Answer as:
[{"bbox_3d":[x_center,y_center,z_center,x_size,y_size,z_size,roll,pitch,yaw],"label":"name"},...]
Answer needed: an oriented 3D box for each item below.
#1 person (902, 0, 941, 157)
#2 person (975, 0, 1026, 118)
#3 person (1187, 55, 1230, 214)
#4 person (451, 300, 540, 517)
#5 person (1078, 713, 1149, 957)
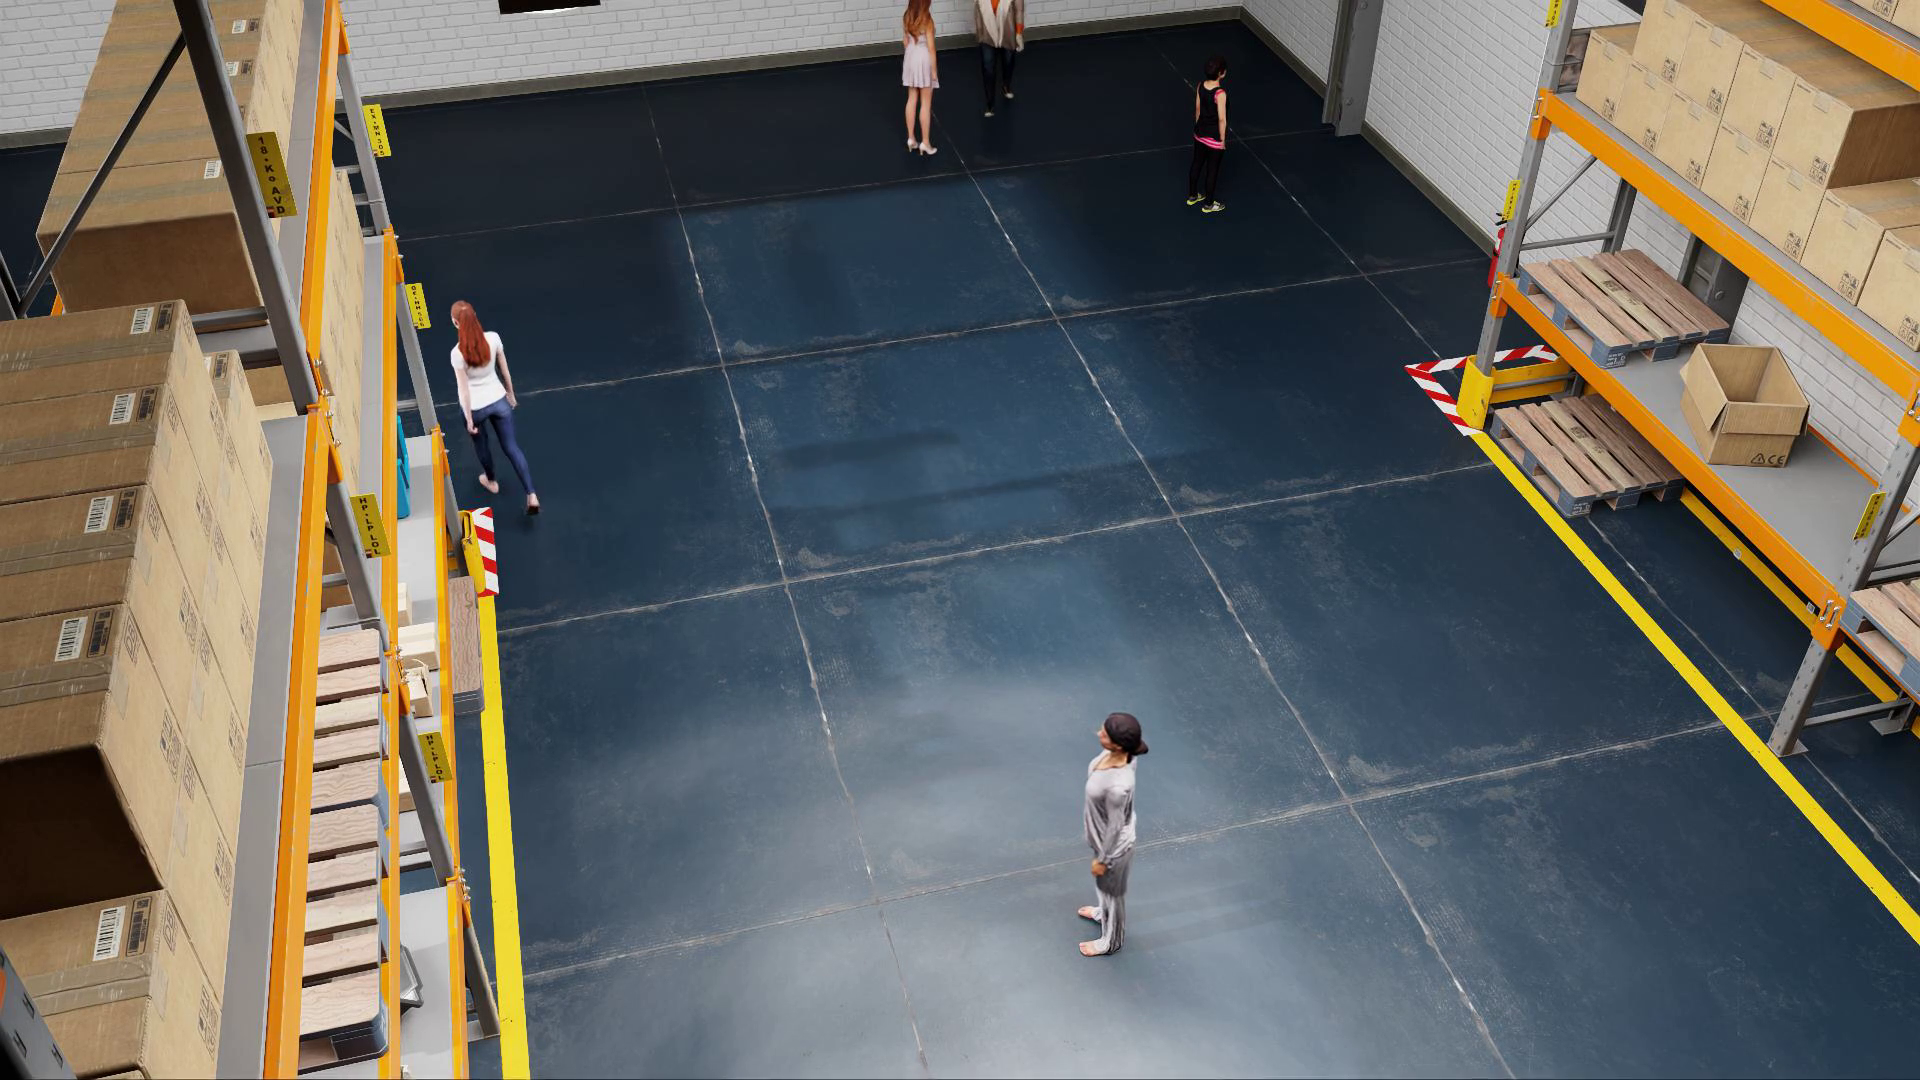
[{"bbox_3d":[-0.412,-4.796,16.972,0.668,1.768,0.740,27,46,30],"label":"person"},{"bbox_3d":[0.436,-5.539,17.834,1.002,1.853,1.289,3,39,4],"label":"person"},{"bbox_3d":[2.412,-3.937,16.070,0.662,1.551,0.541,-23,44,-26],"label":"person"},{"bbox_3d":[-3.412,-0.919,12.168,0.897,1.704,1.182,-25,45,-28],"label":"person"},{"bbox_3d":[0.831,1.580,8.983,0.720,1.773,0.590,4,39,6],"label":"person"}]
